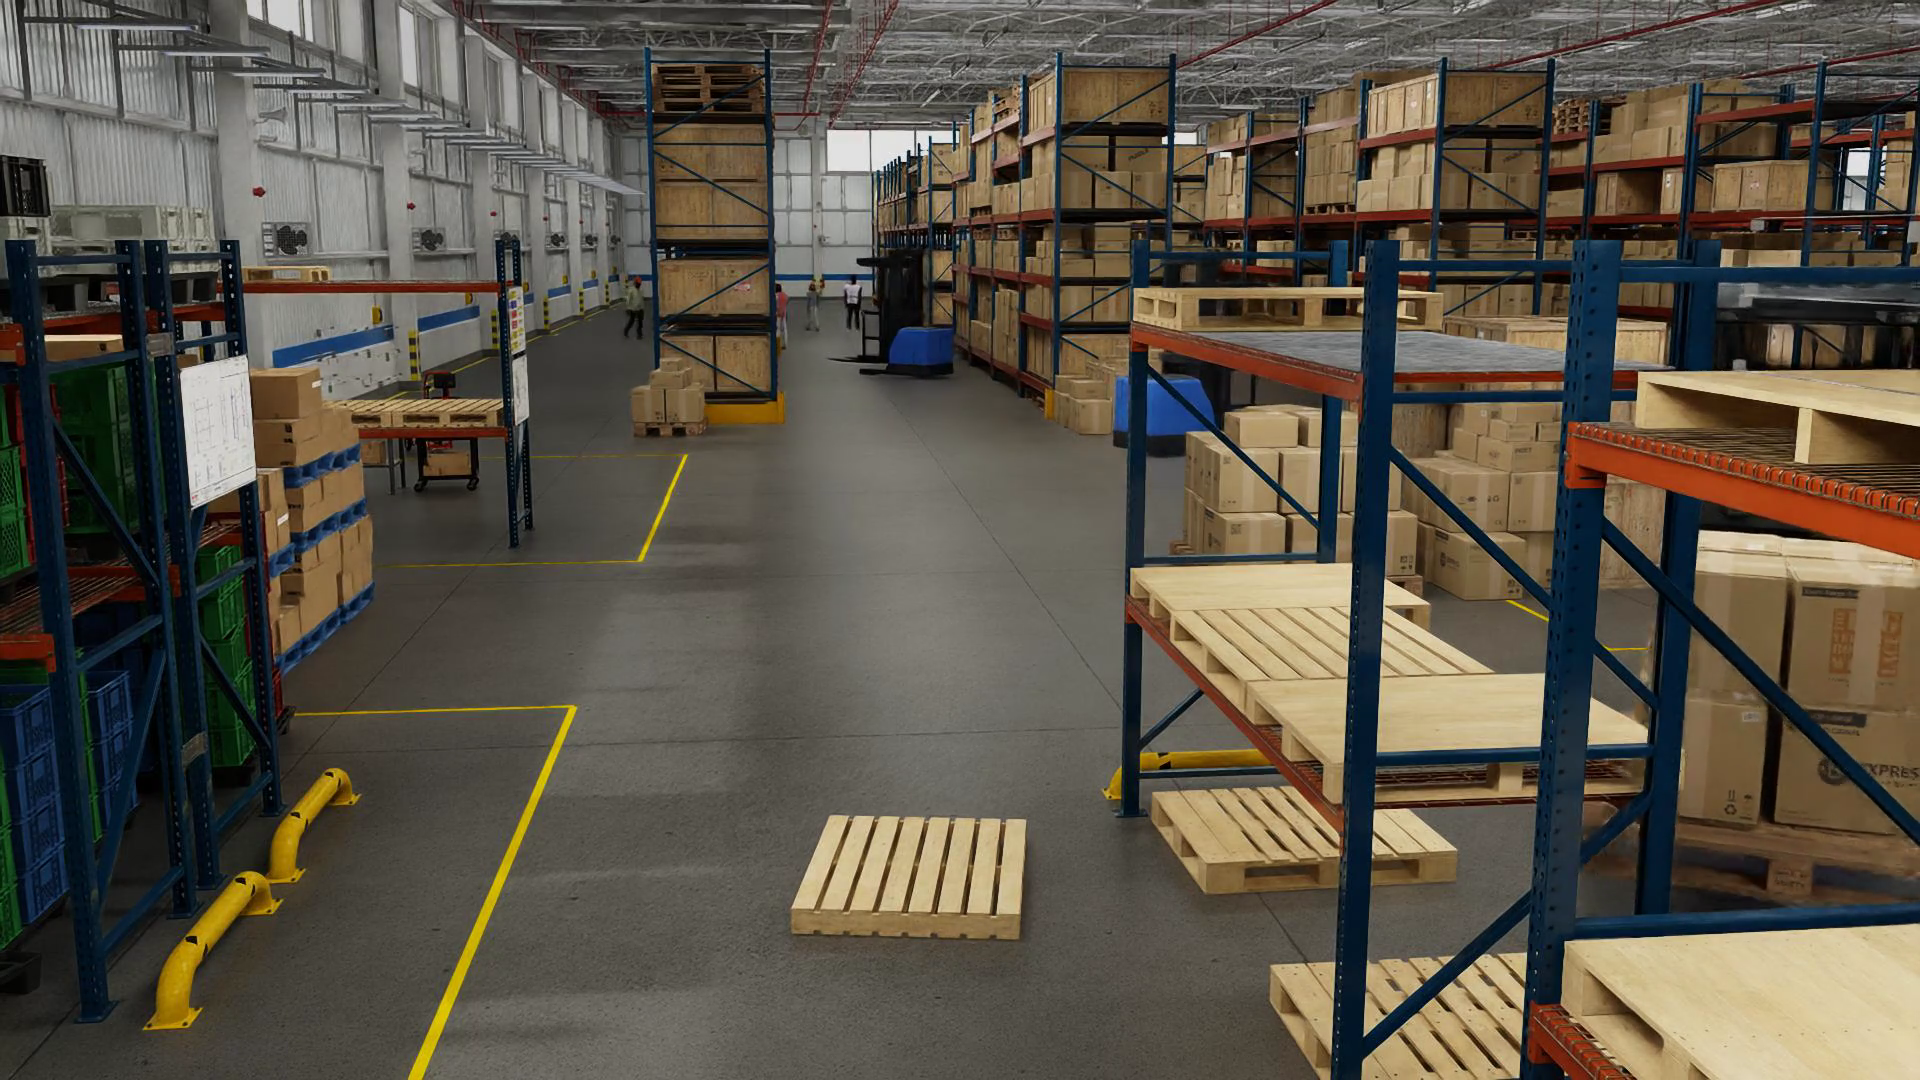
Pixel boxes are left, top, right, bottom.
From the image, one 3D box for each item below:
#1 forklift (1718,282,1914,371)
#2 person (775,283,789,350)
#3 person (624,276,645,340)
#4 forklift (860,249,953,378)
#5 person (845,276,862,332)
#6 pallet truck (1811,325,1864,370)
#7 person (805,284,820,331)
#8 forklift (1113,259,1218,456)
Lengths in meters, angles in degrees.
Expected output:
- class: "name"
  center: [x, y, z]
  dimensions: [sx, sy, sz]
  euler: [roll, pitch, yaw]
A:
- class: "forklift"
  center: [4.610, -0.053, 9.229]
  dimensions: [1.129, 2.768, 1.873]
  euler: [5, 11, 24]
- class: "person"
  center: [-5.022, -6.177, 46.049]
  dimensions: [0.430, 1.841, 0.624]
  euler: [8, 13, 39]
- class: "person"
  center: [-9.880, -7.029, 50.447]
  dimensions: [0.739, 1.965, 0.630]
  euler: [9, 14, 42]
- class: "forklift"
  center: [-1.169, -5.055, 36.941]
  dimensions: [1.873, 2.768, 1.129]
  euler: [7, 13, 36]
- class: "person"
  center: [-3.551, -7.818, 55.091]
  dimensions: [0.605, 1.868, 1.012]
  euler: [2, 10, 12]
- class: "pallet truck"
  center: [15.846, -3.142, 28.793]
  dimensions: [1.885, 1.965, 0.823]
  euler: [2, 10, 12]
- class: "person"
  center: [-4.917, -7.781, 55.633]
  dimensions: [0.513, 1.583, 0.879]
  euler: [-6, 12, -31]
- class: "forklift"
  center: [3.239, -2.684, 23.806]
  dimensions: [1.873, 2.768, 1.129]
  euler: [-6, 12, -30]
